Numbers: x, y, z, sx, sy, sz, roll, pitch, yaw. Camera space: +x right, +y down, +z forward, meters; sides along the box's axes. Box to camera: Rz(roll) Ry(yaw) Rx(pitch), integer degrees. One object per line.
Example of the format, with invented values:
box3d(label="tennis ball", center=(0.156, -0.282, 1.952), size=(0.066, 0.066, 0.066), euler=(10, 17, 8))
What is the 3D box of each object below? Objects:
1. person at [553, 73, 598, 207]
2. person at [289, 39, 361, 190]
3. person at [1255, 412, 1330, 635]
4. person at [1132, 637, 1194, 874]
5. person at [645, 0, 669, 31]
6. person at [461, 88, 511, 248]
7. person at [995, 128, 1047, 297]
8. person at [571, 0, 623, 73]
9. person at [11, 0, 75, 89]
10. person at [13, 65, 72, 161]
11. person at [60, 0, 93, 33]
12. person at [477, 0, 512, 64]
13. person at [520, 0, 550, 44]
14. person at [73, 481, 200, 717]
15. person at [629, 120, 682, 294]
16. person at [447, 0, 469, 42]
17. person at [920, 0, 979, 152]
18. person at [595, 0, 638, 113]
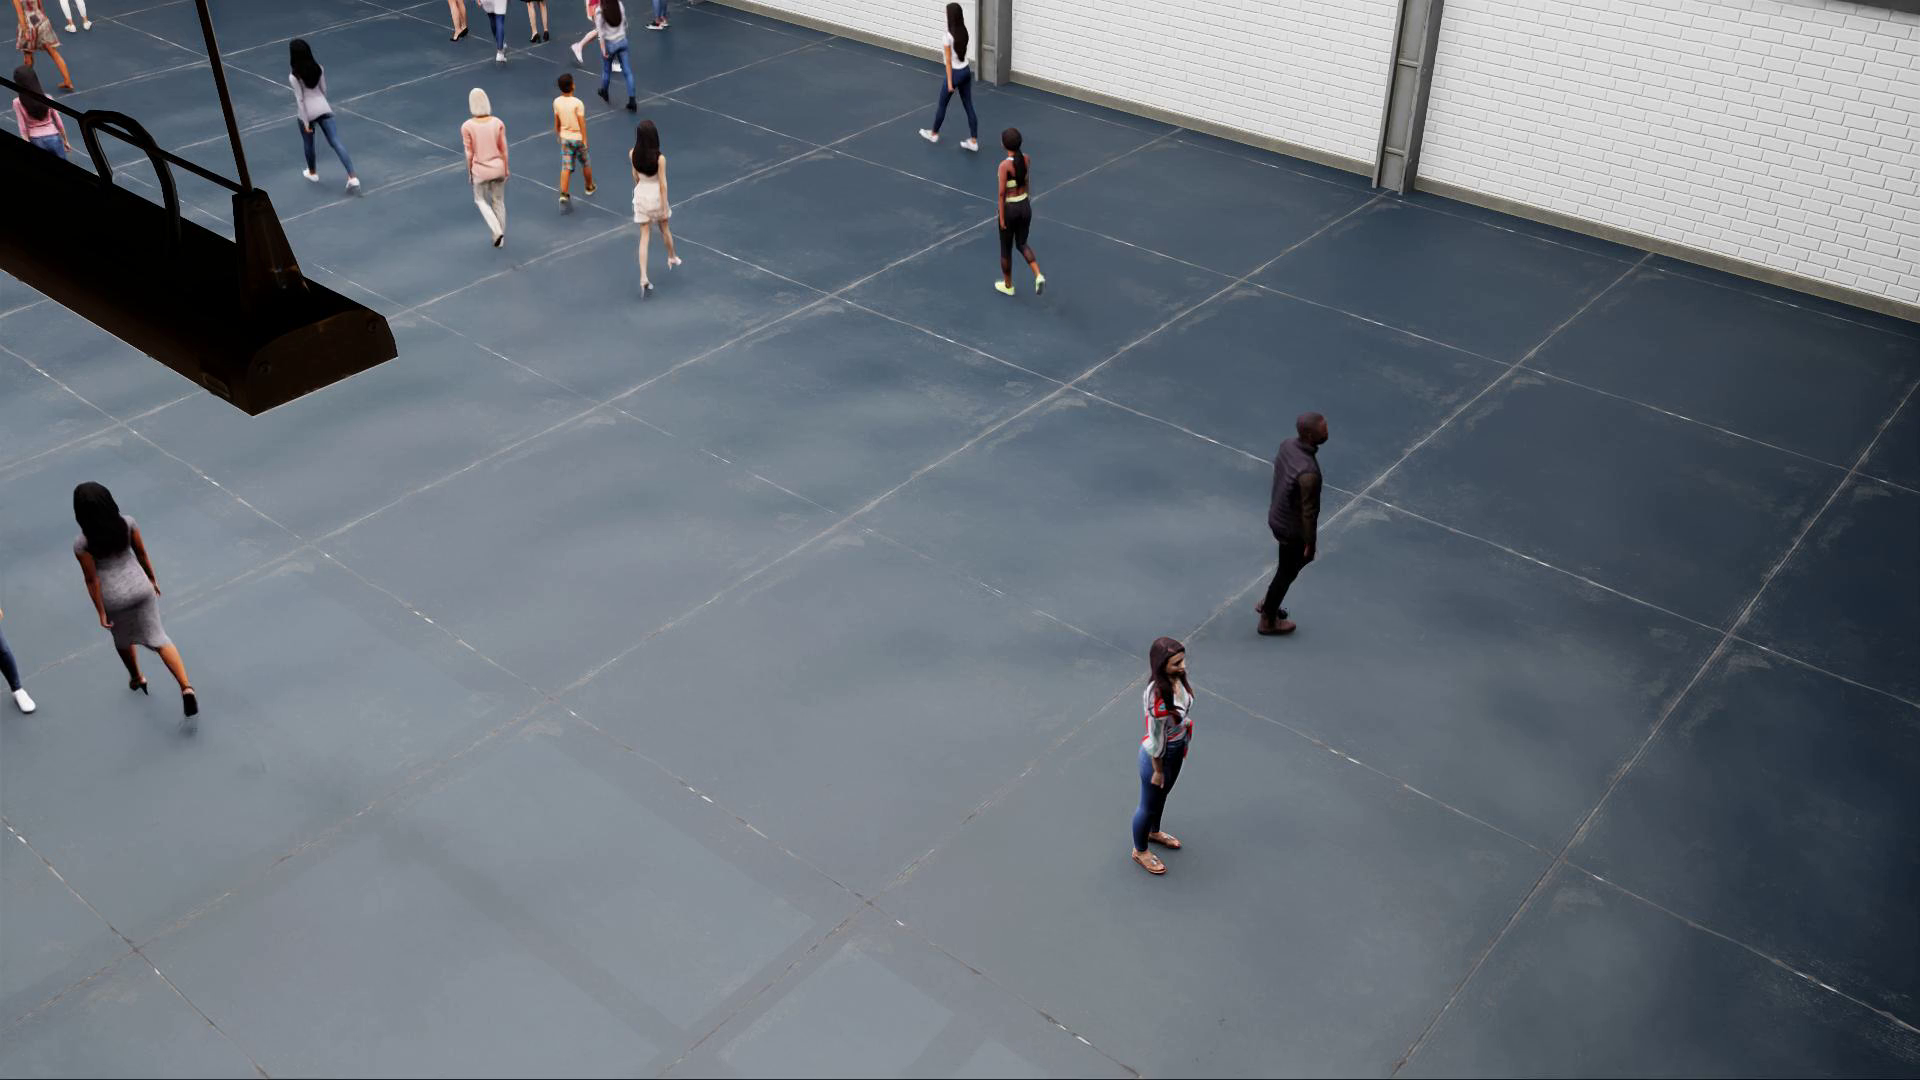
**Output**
box3d(label="person", center=(-4.347, -4.436, 18.547), size=(0.993, 1.437, 0.928), euler=(4, 34, 6))
box3d(label="person", center=(-7.206, -4.764, 18.811), size=(1.188, 1.691, 0.617), euler=(26, 41, 33))
box3d(label="person", center=(2.251, -0.099, 11.671), size=(0.893, 1.824, 0.835), euler=(-2, 34, -4))
box3d(label="person", center=(1.191, 1.247, 9.837), size=(0.575, 1.614, 0.625), euler=(17, 37, 24))
box3d(label="person", center=(-4.401, -8.258, 24.138), size=(0.792, 1.613, 0.741), euler=(6, 34, 9))
box3d(label="person", center=(-4.920, -3.846, 17.404), size=(0.755, 1.719, 0.849), euler=(-16, 37, -23))
box3d(label="person", center=(0.601, -3.178, 16.383), size=(0.708, 1.737, 0.956), euler=(-22, 39, -29))
box3d(label="person", center=(-4.973, -7.197, 22.434), size=(1.097, 1.731, 0.877), euler=(7, 34, 10))
box3d(label="person", center=(-12.042, -6.674, 21.771), size=(1.202, 1.595, 0.858), euler=(13, 36, 19))
box3d(label="person", center=(-9.860, -4.224, 17.996), size=(0.871, 1.694, 1.219), euler=(-18, 38, -25))
box3d(label="person", center=(-12.958, -8.219, 23.989), size=(0.661, 1.713, 0.637), euler=(-21, 39, -28))
box3d(label="person", center=(-6.374, -7.372, 22.698), size=(1.125, 1.731, 1.174), euler=(-2, 34, -3))
box3d(label="person", center=(-6.068, -7.941, 23.539), size=(0.643, 1.747, 0.624), euler=(-24, 40, -31))
box3d(label="person", center=(-5.423, 0.435, 10.935), size=(1.063, 1.749, 0.599), euler=(27, 42, 34))
box3d(label="person", center=(-3.133, -3.293, 16.602), size=(1.054, 1.686, 0.906), euler=(10, 35, 15))
box3d(label="person", center=(-7.235, -7.952, 23.645), size=(0.585, 1.650, 0.611), euler=(11, 35, 16))
box3d(label="person", center=(0.052, -5.492, 19.862), size=(0.998, 1.740, 0.606), euler=(26, 41, 33))
box3d(label="person", center=(-4.322, -6.224, 21.106), size=(0.759, 1.581, 1.077), euler=(-24, 41, -32))
